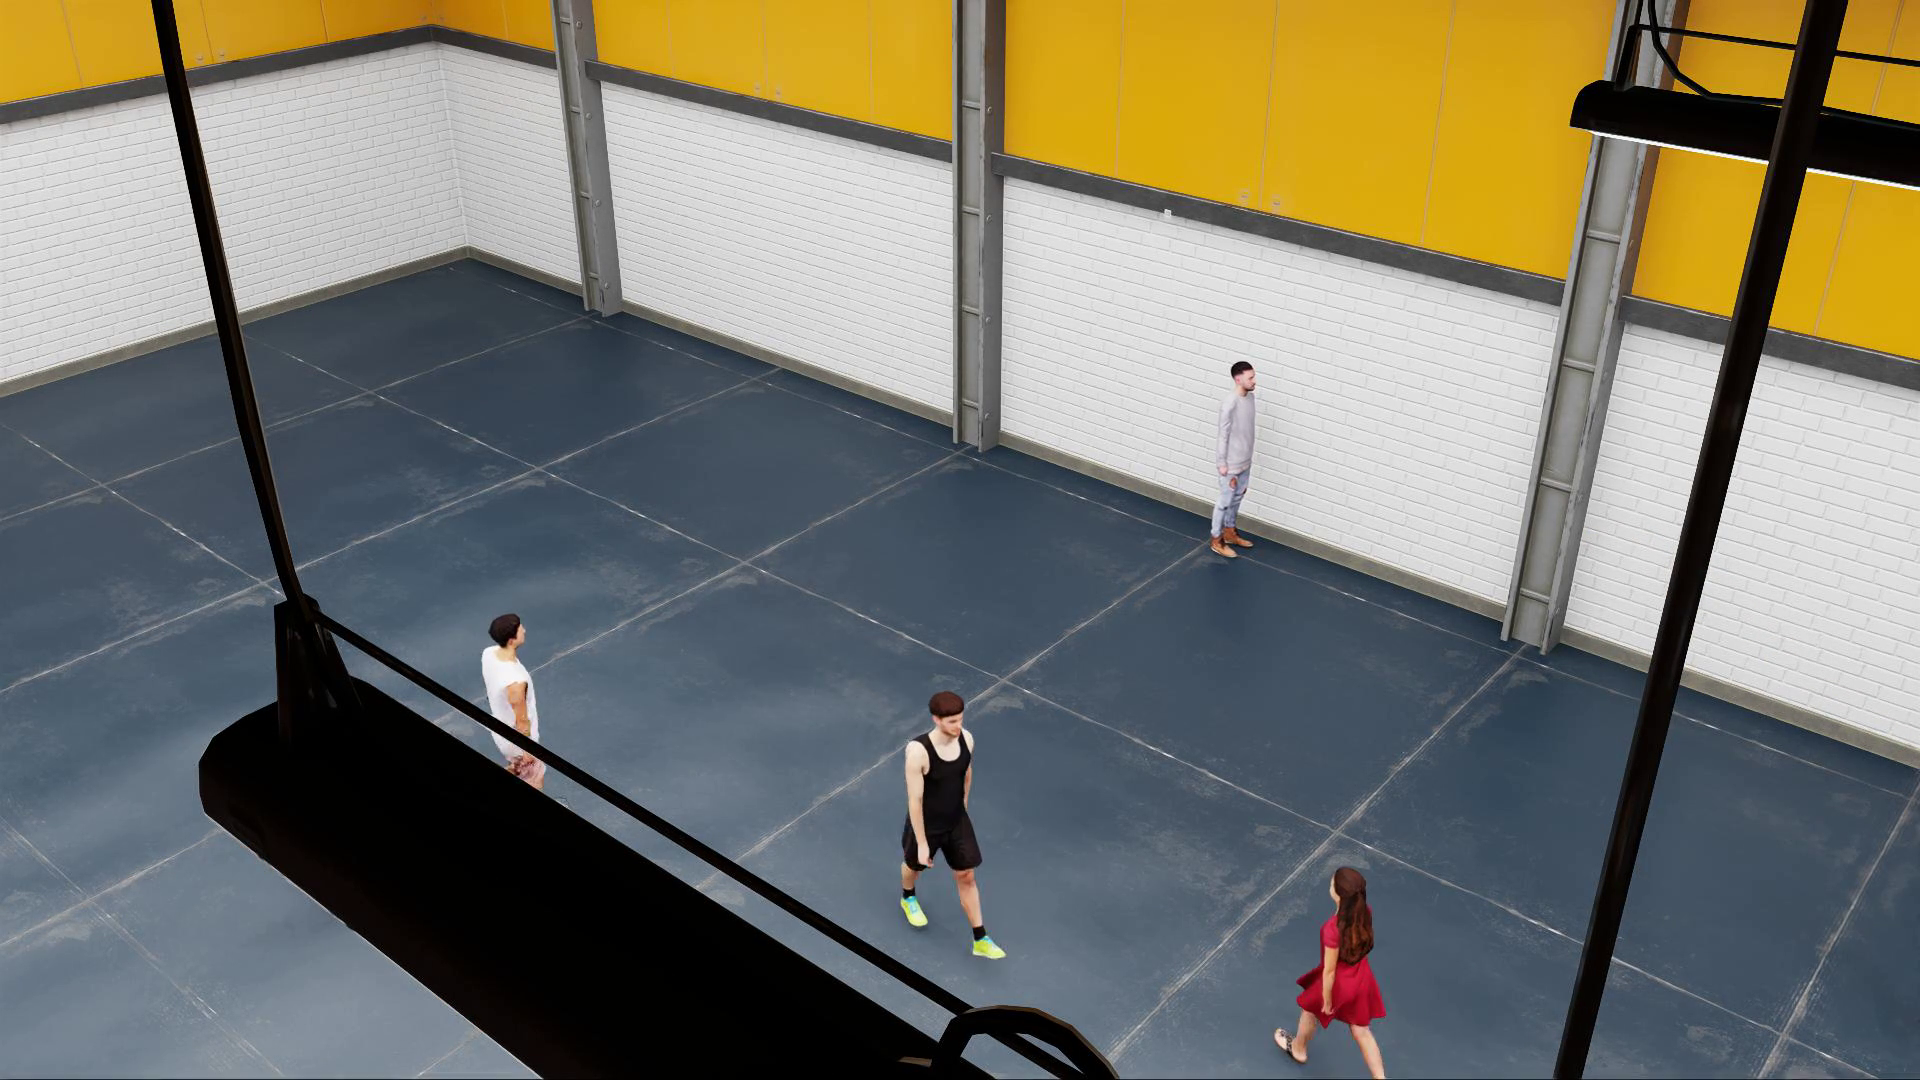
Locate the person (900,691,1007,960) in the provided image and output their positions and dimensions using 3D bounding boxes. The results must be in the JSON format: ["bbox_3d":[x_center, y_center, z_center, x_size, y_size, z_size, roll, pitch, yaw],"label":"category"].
[{"bbox_3d":[-0.197,1.718,10.357,0.916,1.834,1.252,-18,33,-29],"label":"person"}]

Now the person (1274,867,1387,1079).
[{"bbox_3d":[2.191,2.499,9.251,0.745,1.522,1.125,-18,33,-29],"label":"person"}]

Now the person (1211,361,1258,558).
[{"bbox_3d":[2.450,-0.751,14.879,0.563,1.839,0.668,21,35,33],"label":"person"}]

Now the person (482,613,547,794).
[{"bbox_3d":[-3.064,1.299,11.187,0.828,1.775,0.917,-20,34,-32],"label":"person"}]
